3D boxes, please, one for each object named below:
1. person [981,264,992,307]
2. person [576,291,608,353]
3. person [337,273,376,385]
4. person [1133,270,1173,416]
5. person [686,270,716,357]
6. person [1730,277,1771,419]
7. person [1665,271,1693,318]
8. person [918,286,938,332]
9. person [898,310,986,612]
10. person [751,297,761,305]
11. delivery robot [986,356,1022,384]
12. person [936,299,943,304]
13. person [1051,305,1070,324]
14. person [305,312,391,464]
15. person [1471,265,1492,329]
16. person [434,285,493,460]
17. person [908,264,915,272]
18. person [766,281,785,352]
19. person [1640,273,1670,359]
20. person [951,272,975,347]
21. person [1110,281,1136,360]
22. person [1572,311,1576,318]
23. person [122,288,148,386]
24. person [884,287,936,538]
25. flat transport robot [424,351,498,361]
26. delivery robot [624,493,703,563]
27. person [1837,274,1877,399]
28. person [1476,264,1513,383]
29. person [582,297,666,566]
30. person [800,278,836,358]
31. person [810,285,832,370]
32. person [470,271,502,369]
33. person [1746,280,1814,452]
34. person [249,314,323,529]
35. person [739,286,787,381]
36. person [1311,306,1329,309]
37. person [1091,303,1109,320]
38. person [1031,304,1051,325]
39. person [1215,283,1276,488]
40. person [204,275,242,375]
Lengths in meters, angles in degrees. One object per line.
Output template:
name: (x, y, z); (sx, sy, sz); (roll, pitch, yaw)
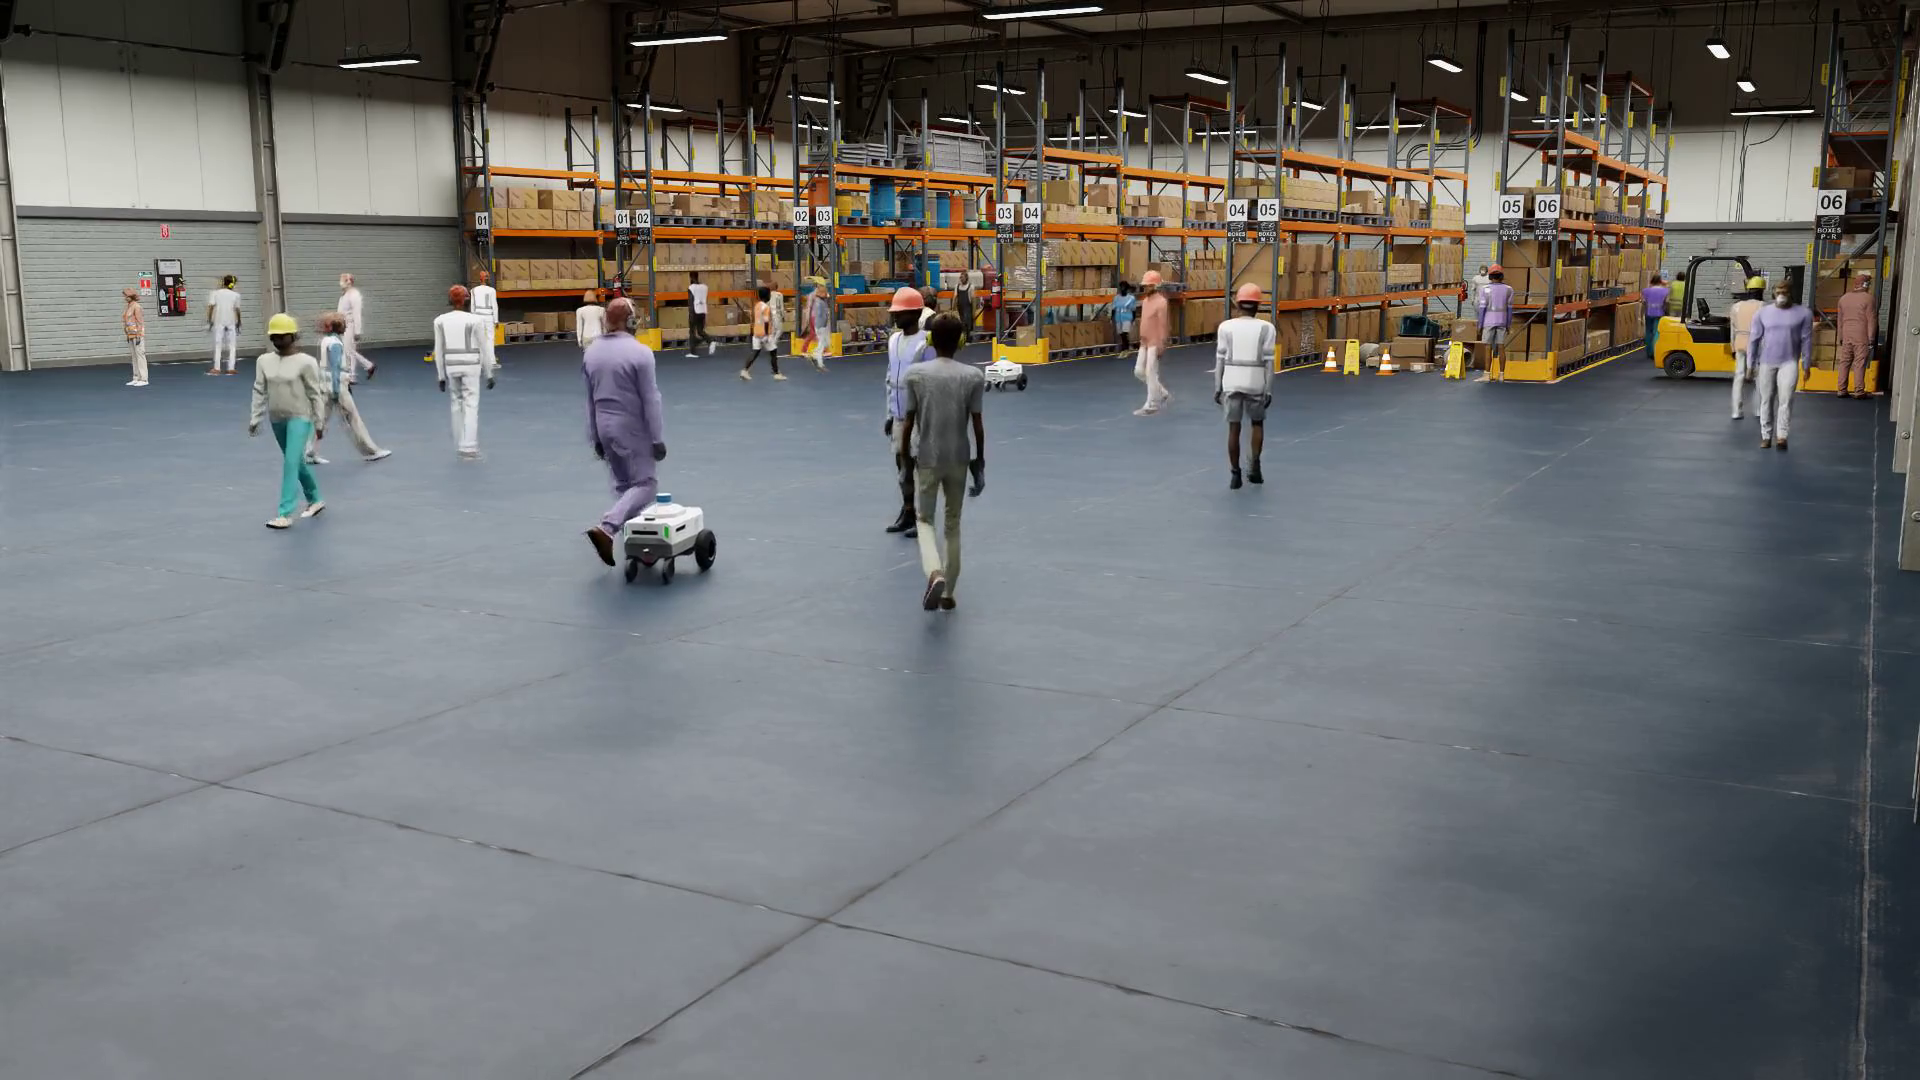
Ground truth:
person: (0.790, -6.710, 46.426); (0.547, 1.938, 0.377); (8, 13, 39)
person: (-6.215, -3.407, 28.109); (0.502, 1.597, 0.840); (-1, 10, -8)
person: (-10.284, -3.570, 28.166); (0.619, 1.892, 0.660); (-6, 11, -31)
person: (2.635, -2.665, 22.608); (0.515, 1.982, 0.638); (-3, 10, -19)
person: (-5.592, -4.865, 35.816); (0.609, 1.878, 0.608); (7, 12, 34)
person: (10.633, -2.567, 22.299); (0.857, 1.894, 0.600); (-9, 13, -43)
person: (17.170, -5.515, 39.749); (0.626, 1.833, 0.490); (5, 11, 28)
person: (-0.350, -2.074, 19.639); (0.549, 1.839, 0.641); (-6, 11, -31)
person: (-0.104, -0.454, 10.049); (0.540, 1.851, 0.533); (-1, 10, -3)
person: (-5.494, -6.580, 46.063); (0.590, 1.811, 0.610); (3, 10, 17)
delivery robot: (0.709, -2.726, 26.871); (0.477, 0.478, 0.707); (6, 11, 30)
person: (-0.802, -7.912, 53.258); (0.546, 2.002, 0.761); (-9, 13, -43)
person: (2.618, -6.291, 44.008); (0.658, 1.923, 0.492); (4, 11, 25)
person: (-6.498, -1.586, 17.433); (0.865, 1.593, 0.514); (-7, 12, -34)
person: (14.491, -6.658, 46.117); (0.628, 1.940, 0.377); (6, 11, 30)
person: (-5.313, -1.794, 17.844); (0.577, 1.883, 0.392); (2, 10, 13)
person: (-1.352, -6.740, 46.503); (0.621, 1.974, 0.741); (4, 11, 23)
person: (-4.156, -4.980, 37.190); (0.542, 1.622, 0.376); (4, 11, 24)
person: (14.701, -4.734, 35.219); (0.577, 1.822, 0.844); (5, 11, 27)
person: (0.074, -5.471, 39.606); (0.506, 1.791, 0.985); (6, 11, 30)
person: (3.491, -4.644, 35.124); (0.527, 1.666, 0.827); (6, 12, 33)
person: (17.494, -6.777, 46.862); (0.644, 1.933, 1.041); (-5, 11, -27)
person: (-13.856, -3.402, 27.933); (0.308, 1.639, 0.510); (-9, 13, -44)
person: (-0.371, -0.983, 12.951); (0.440, 1.944, 0.552); (-9, 14, -44)
flat transport robot: (-10.227, -3.769, 34.079); (1.431, 0.197, 0.652); (5, 11, 28)
delivery robot: (-2.018, -0.076, 11.354); (0.477, 0.478, 0.707); (2, 10, 11)
person: (13.692, -3.091, 25.349); (0.408, 1.903, 0.638); (-4, 10, -21)
person: (9.181, -3.720, 28.619); (0.609, 2.040, 0.395); (-1, 10, -6)
person: (-2.357, -0.741, 11.608); (0.658, 1.889, 0.687); (7, 12, 37)
person: (-3.047, -4.740, 35.559); (0.930, 1.694, 0.567); (4, 11, 24)
person: (-2.649, -4.033, 31.693); (0.390, 1.625, 0.513); (3, 10, 15)
person: (-9.186, -4.252, 32.195); (0.576, 1.883, 0.352); (4, 10, 21)
person: (9.152, -1.942, 18.606); (0.664, 1.912, 0.797); (6, 11, 29)
person: (-5.443, -0.978, 13.521); (0.524, 1.716, 0.950); (2, 10, 12)
person: (-3.467, -3.594, 28.990); (0.826, 1.662, 0.533); (-7, 12, -34)
person: (8.632, -5.578, 40.018); (0.520, 1.865, 0.328); (5, 11, 27)
person: (3.546, -5.856, 42.150); (0.505, 1.725, 0.749); (5, 11, 27)
person: (1.990, -5.690, 40.887); (0.604, 1.795, 0.910); (6, 11, 30)
person: (2.680, -1.446, 15.679); (0.564, 1.918, 0.544); (2, 10, 12)
person: (-13.563, -3.942, 30.546); (0.698, 1.828, 0.413); (-4, 10, -20)
